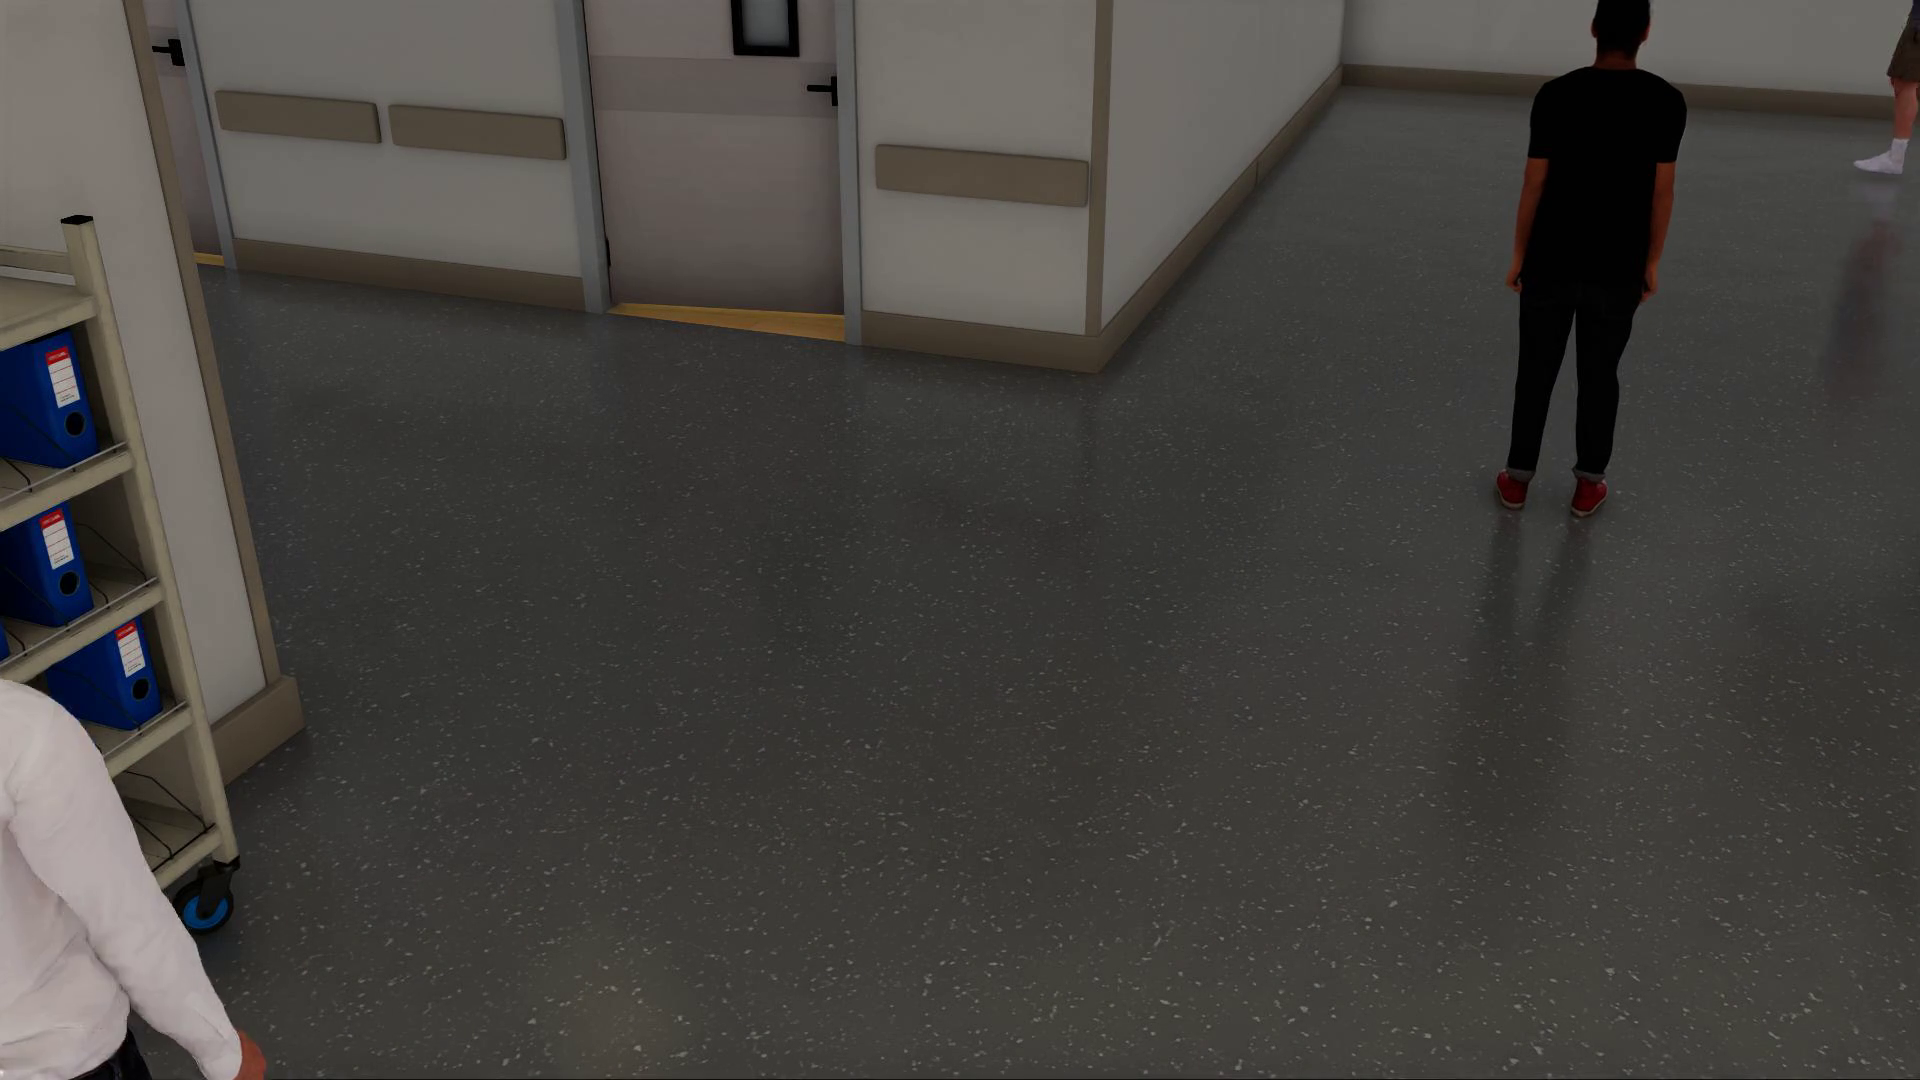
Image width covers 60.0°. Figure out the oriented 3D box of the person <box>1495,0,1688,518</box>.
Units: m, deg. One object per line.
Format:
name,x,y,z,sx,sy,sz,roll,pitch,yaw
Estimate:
person,2.078,-0.932,5.538,0.628,1.756,0.523,8,27,16
